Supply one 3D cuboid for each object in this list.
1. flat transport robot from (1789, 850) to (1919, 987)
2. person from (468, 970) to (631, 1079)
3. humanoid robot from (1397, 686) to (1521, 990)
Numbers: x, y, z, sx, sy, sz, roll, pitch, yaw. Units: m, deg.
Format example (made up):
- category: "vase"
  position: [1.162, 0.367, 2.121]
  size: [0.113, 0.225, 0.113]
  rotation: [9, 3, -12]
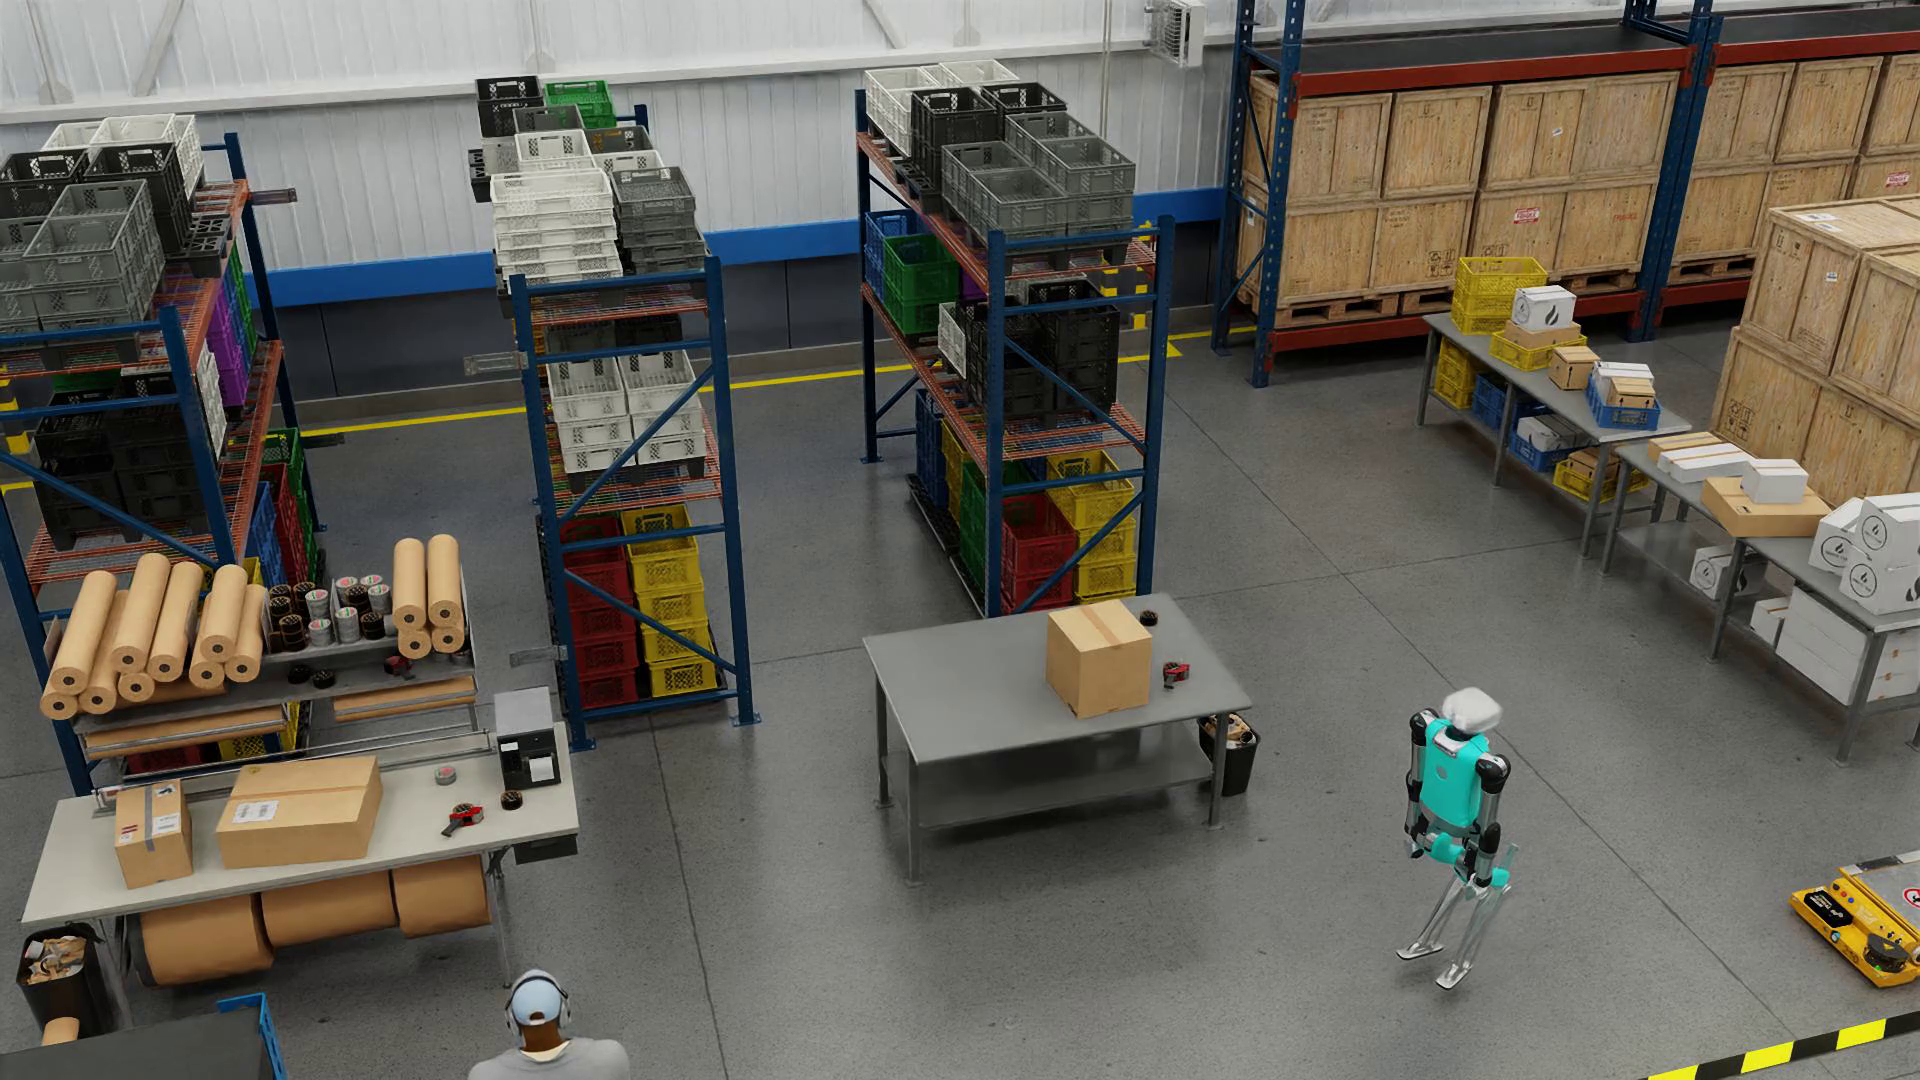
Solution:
- category: "flat transport robot"
  position: [5.163, 1.916, 8.676]
  size: [1.431, 0.231, 0.659]
  rotation: [-8, 30, -14]
- category: "person"
  position: [-1.484, 2.340, 6.264]
  size: [0.587, 1.849, 0.389]
  rotation: [-8, 30, -14]
- category: "humanoid robot"
  position: [2.475, 1.389, 7.975]
  size: [0.735, 1.672, 0.533]
  rotation: [-17, 33, -28]
